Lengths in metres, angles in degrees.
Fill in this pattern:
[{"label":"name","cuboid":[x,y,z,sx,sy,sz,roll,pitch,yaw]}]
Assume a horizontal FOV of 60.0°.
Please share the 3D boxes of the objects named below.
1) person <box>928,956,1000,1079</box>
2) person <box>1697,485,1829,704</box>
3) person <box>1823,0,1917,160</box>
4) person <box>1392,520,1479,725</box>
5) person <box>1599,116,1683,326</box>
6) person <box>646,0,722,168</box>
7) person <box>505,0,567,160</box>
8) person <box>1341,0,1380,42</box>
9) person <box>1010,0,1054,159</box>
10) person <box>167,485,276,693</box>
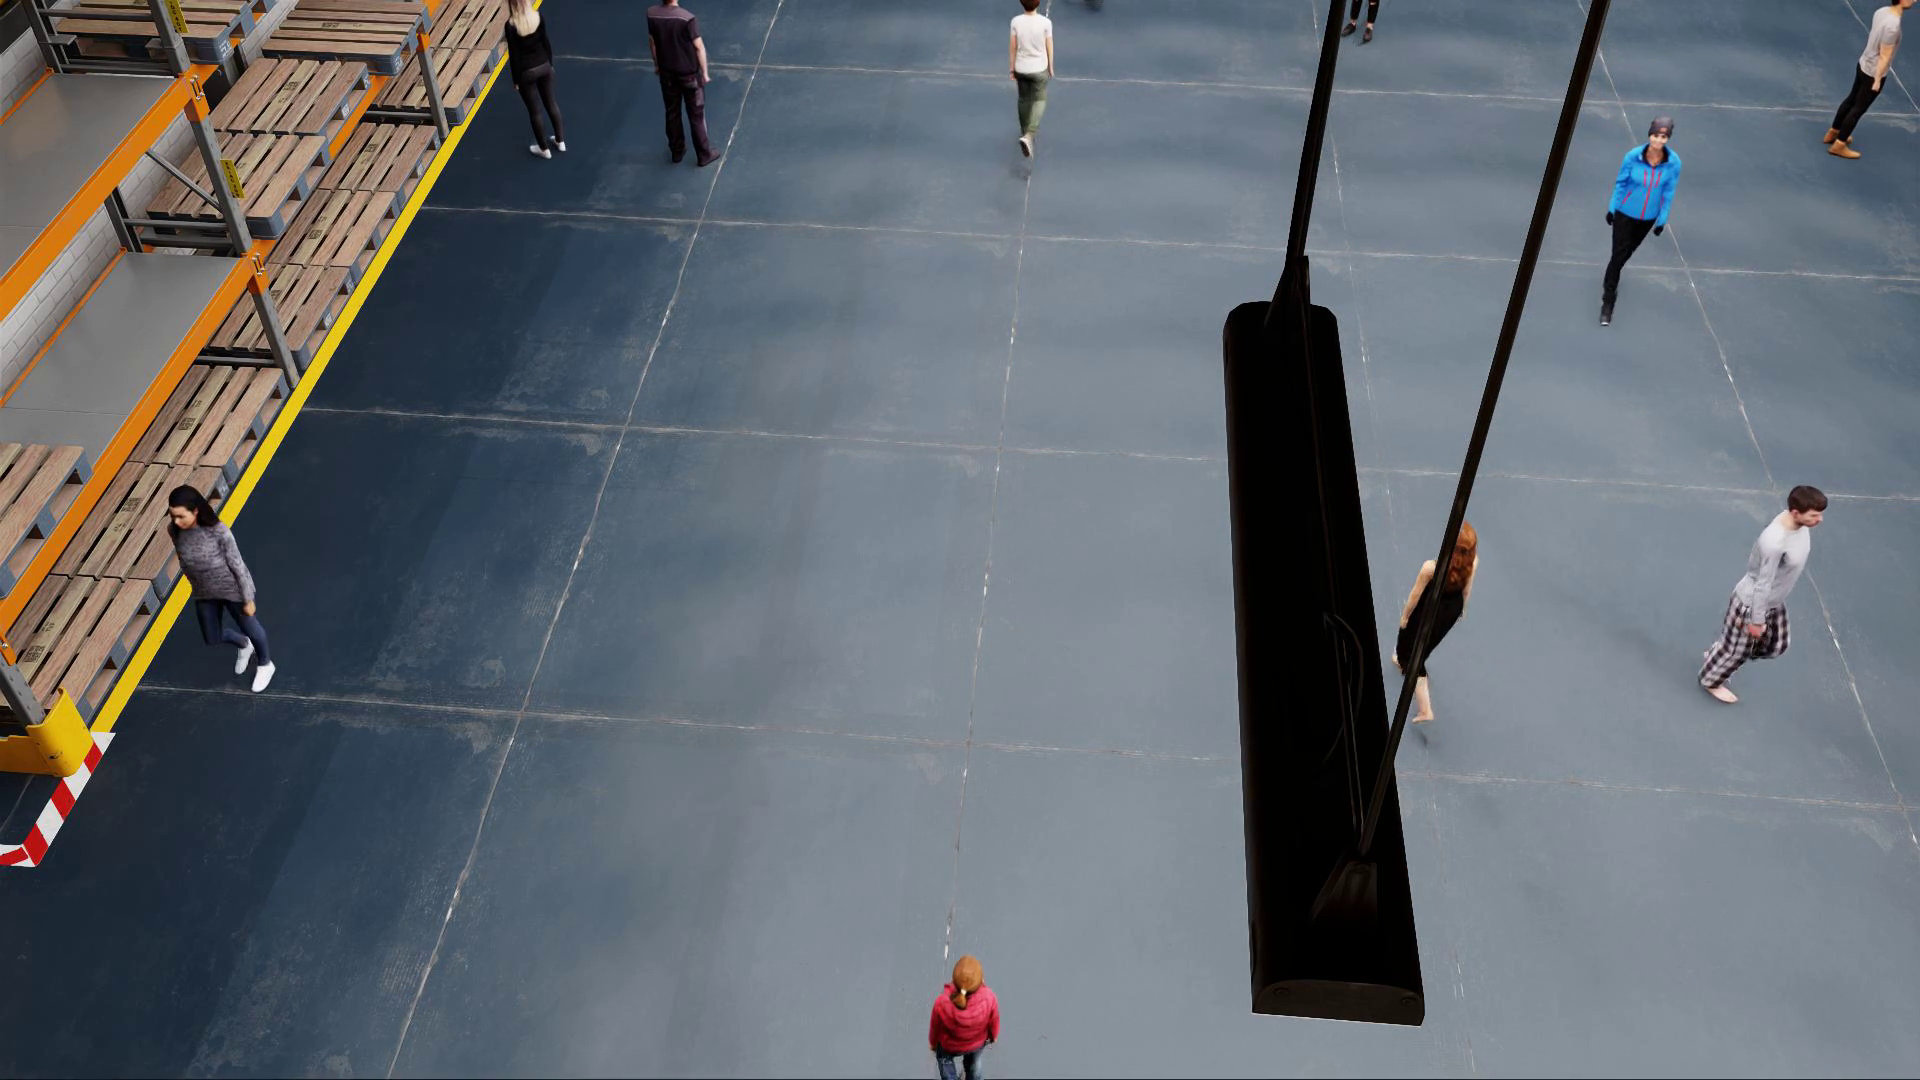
[{"label":"person","cuboid":[0.023,2.645,8.613,0.587,1.309,0.657,-6,44,-6]},{"label":"person","cuboid":[5.057,0.326,10.665,0.791,1.836,0.850,-30,51,-27]},{"label":"person","cuboid":[8.666,-4.491,15.805,0.682,1.719,0.495,8,44,8]},{"label":"person","cuboid":[3.051,0.526,10.622,0.795,1.604,1.025,-11,45,-11]},{"label":"person","cuboid":[5.682,-2.753,13.958,0.801,1.751,1.200,13,45,13]},{"label":"person","cuboid":[-2.628,-4.392,15.611,0.780,1.845,0.697,15,46,15]},{"label":"person","cuboid":[-4.041,-4.424,15.759,0.677,1.685,0.755,-34,53,-31]},{"label":"person","cuboid":[4.349,-6.025,17.593,0.646,1.475,0.616,19,47,19]},{"label":"person","cuboid":[0.670,-4.417,15.788,0.647,1.637,0.984,8,44,9]},{"label":"person","cuboid":[-4.744,0.256,10.820,0.604,1.722,0.593,4,44,4]}]
